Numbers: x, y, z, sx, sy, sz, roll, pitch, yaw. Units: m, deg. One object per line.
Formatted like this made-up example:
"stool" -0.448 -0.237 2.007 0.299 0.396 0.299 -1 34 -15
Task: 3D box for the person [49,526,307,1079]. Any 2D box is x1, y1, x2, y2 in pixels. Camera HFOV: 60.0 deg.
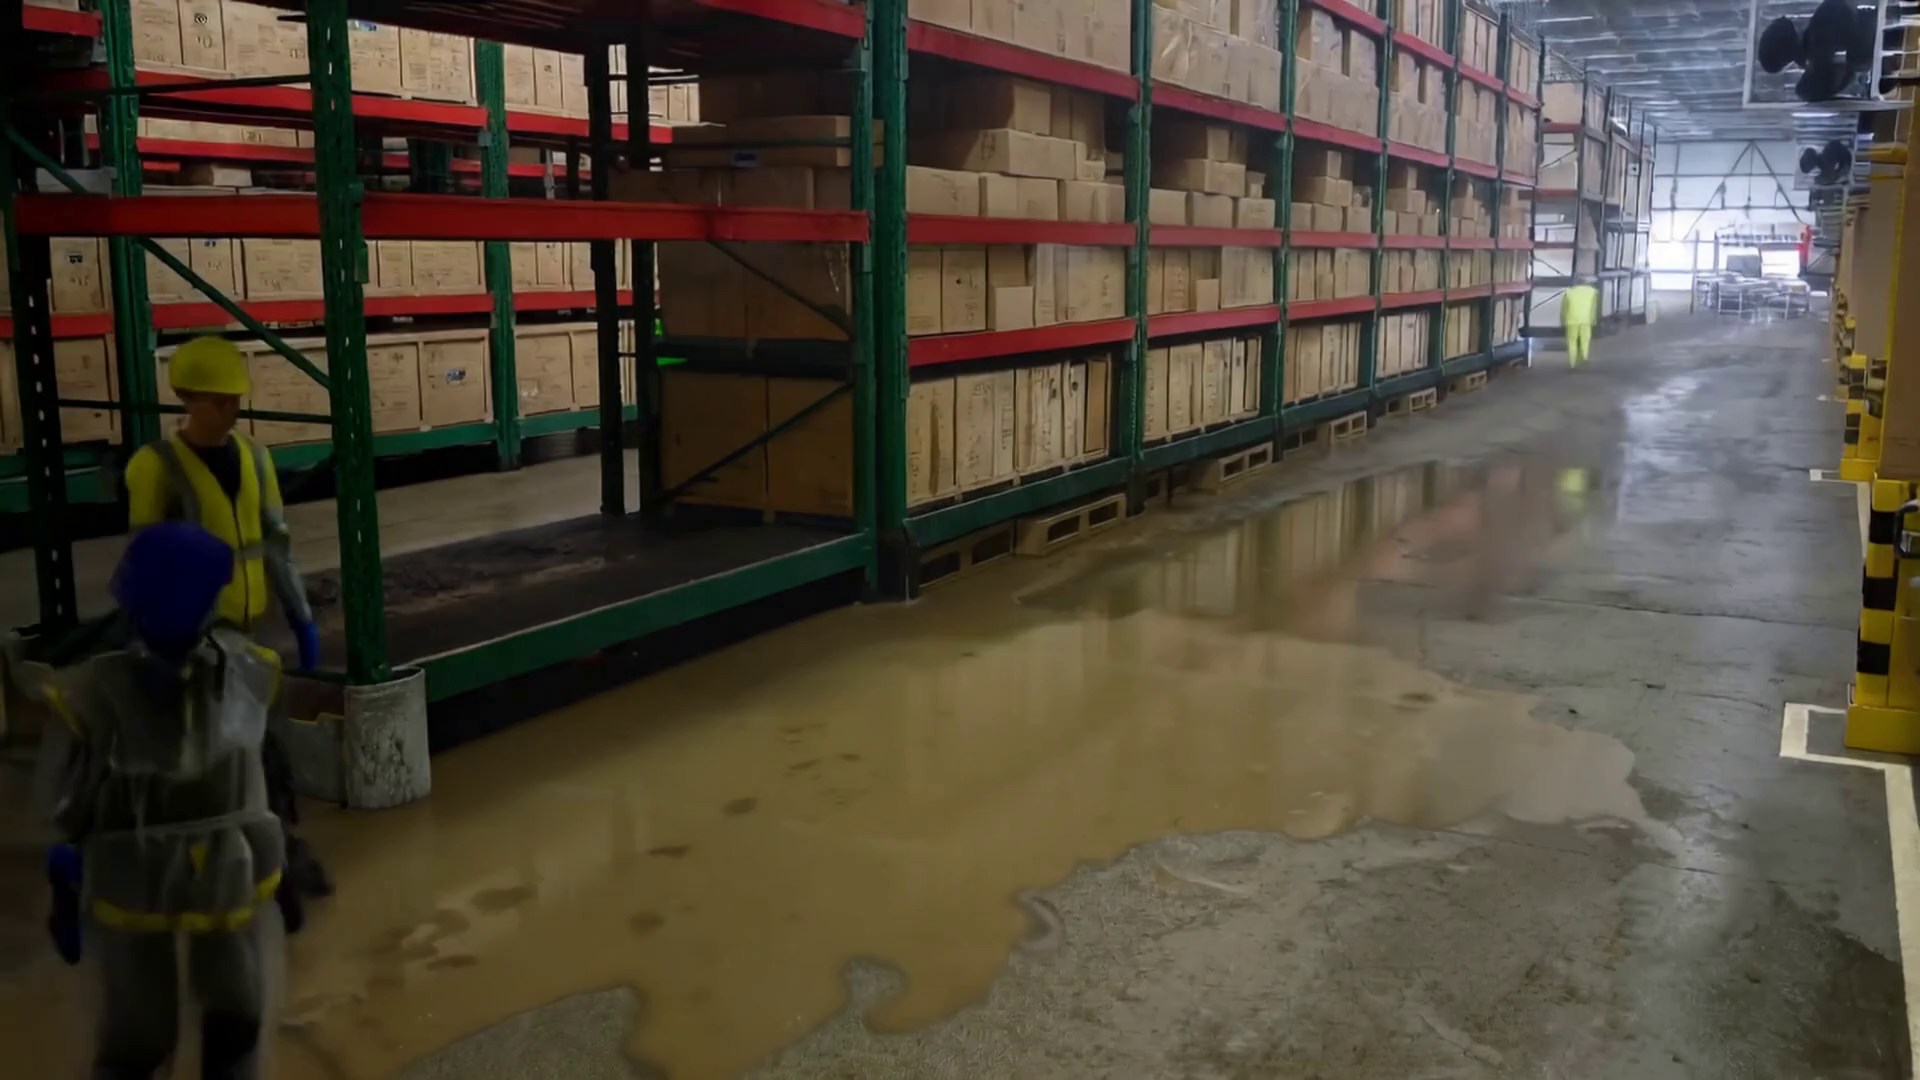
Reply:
"person" -1.671 0.767 3.557 0.590 1.626 0.524 7 12 35

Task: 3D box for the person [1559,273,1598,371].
"person" 11.415 -4.027 30.757 0.627 1.809 0.675 2 10 13

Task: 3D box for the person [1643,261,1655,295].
"person" 22.670 -8.239 54.830 0.475 1.909 0.646 0 10 -1

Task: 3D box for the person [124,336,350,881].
"person" -2.505 0.248 5.771 0.972 1.884 0.572 4 11 24

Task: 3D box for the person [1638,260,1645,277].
"person" 33.705 -12.976 82.190 0.372 1.940 0.632 5 11 27
